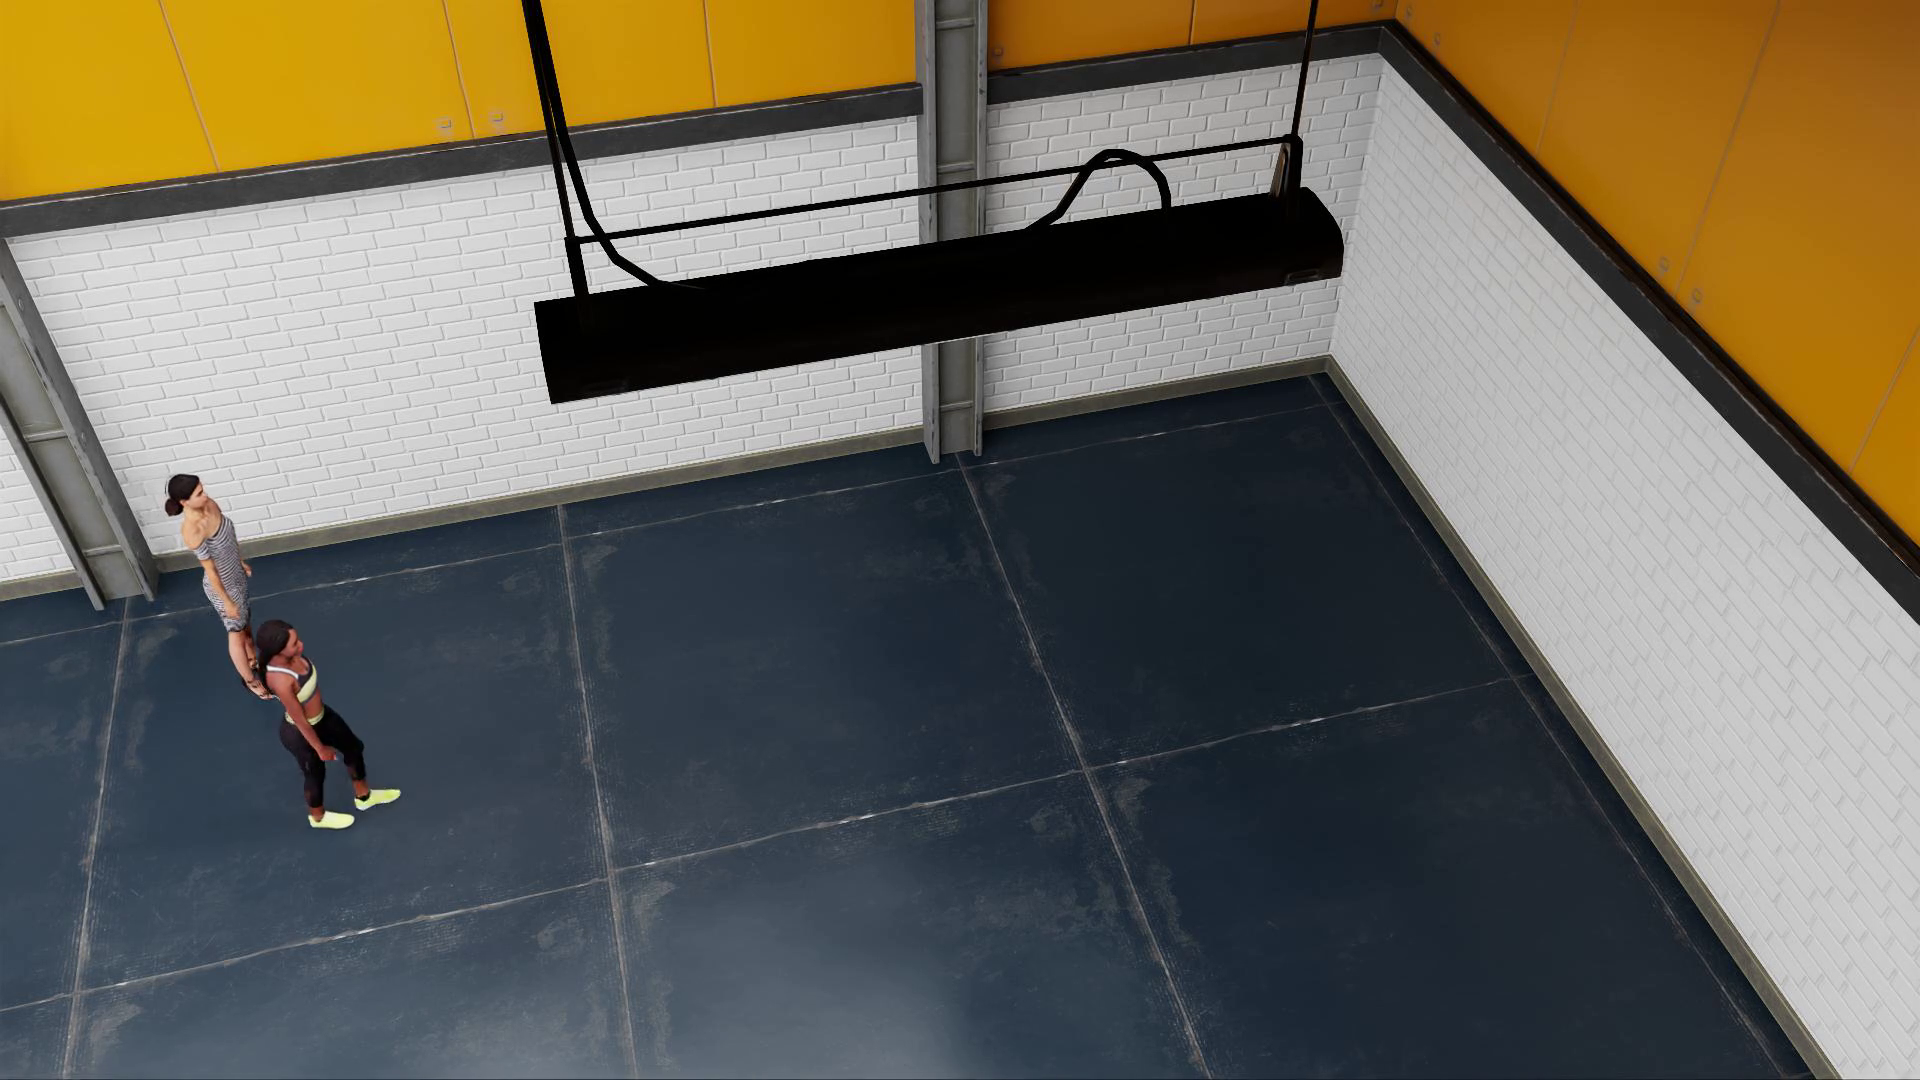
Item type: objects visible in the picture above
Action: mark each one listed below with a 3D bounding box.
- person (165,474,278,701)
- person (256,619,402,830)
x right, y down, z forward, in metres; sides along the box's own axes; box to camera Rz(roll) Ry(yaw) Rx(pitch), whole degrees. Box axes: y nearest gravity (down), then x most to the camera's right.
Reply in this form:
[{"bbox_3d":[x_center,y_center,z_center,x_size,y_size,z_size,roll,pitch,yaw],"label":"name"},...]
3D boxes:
[{"bbox_3d":[-4.610,0.287,10.439,0.559,1.822,0.618,-6,44,-6],"label":"person"},{"bbox_3d":[-3.869,1.104,9.644,0.787,1.736,0.628,-6,44,-6],"label":"person"}]
